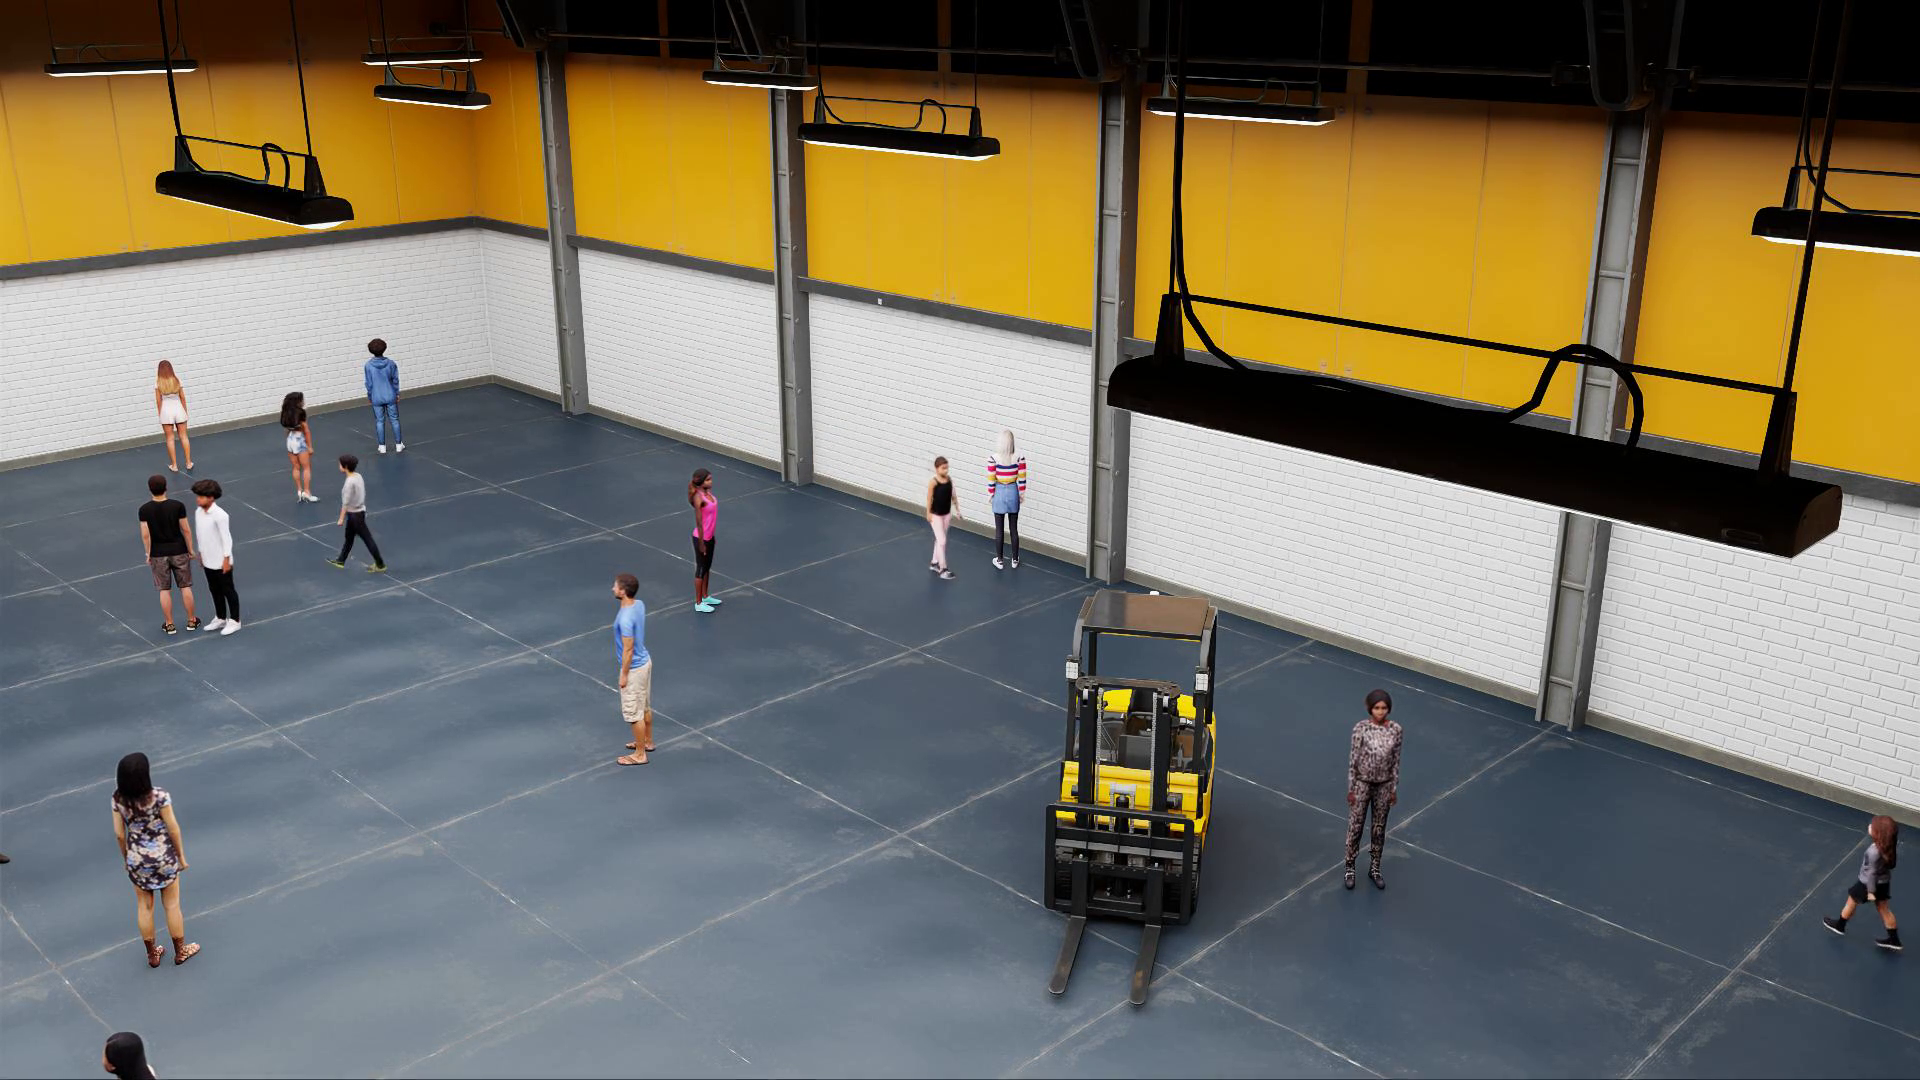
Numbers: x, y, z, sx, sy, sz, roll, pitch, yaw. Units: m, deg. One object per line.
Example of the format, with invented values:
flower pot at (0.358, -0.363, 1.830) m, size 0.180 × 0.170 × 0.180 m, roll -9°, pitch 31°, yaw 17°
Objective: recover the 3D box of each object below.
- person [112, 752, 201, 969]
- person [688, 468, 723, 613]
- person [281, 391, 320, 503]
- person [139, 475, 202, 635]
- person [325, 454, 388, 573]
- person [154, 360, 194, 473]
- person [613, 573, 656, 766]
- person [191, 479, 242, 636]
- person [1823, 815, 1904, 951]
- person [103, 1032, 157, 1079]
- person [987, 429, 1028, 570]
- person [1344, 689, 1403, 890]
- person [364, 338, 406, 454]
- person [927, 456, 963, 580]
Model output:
person at (-6.043, 2.385, 12.426) m, size 0.669 × 1.734 × 0.710 m, roll -2°, pitch 19°, yaw -6°
person at (-3.013, -0.021, 19.587) m, size 0.694 × 1.722 × 0.660 m, roll 4°, pitch 19°, yaw 12°
person at (-9.389, -1.316, 23.605) m, size 0.614 × 1.614 × 0.730 m, roll 7°, pitch 20°, yaw 20°
person at (-8.981, 0.148, 18.867) m, size 0.739 × 1.862 × 0.697 m, roll -9°, pitch 21°, yaw -25°
person at (-7.452, -0.308, 20.763) m, size 1.021 × 1.517 × 0.991 m, roll -1°, pitch 19°, yaw -4°
person at (-11.936, -1.896, 25.199) m, size 0.615 × 1.696 × 0.605 m, roll -11°, pitch 22°, yaw -30°
person at (-3.081, 1.197, 15.749) m, size 0.776 × 1.864 × 0.734 m, roll 2°, pitch 19°, yaw 5°
person at (-8.434, 0.175, 18.869) m, size 0.594 × 1.809 × 0.743 m, roll 10°, pitch 21°, yaw 27°
person at (7.057, 2.629, 12.729) m, size 0.519 × 1.078 × 0.811 m, roll -15°, pitch 24°, yaw -37°
person at (-4.473, 3.472, 9.135) m, size 0.863 × 1.774 × 0.790 m, roll -3°, pitch 19°, yaw -8°
person at (0.585, -0.531, 20.967) m, size 0.722 × 1.809 × 0.745 m, roll -2°, pitch 19°, yaw -7°
person at (3.356, 2.018, 13.546) m, size 0.681 × 1.714 × 0.742 m, roll 0°, pitch 19°, yaw 1°
person at (-9.059, -2.271, 26.131) m, size 0.752 × 1.811 × 0.735 m, roll -6°, pitch 19°, yaw -17°
person at (-0.286, -0.319, 20.757) m, size 0.543 × 1.541 × 0.836 m, roll -17°, pitch 25°, yaw -41°
